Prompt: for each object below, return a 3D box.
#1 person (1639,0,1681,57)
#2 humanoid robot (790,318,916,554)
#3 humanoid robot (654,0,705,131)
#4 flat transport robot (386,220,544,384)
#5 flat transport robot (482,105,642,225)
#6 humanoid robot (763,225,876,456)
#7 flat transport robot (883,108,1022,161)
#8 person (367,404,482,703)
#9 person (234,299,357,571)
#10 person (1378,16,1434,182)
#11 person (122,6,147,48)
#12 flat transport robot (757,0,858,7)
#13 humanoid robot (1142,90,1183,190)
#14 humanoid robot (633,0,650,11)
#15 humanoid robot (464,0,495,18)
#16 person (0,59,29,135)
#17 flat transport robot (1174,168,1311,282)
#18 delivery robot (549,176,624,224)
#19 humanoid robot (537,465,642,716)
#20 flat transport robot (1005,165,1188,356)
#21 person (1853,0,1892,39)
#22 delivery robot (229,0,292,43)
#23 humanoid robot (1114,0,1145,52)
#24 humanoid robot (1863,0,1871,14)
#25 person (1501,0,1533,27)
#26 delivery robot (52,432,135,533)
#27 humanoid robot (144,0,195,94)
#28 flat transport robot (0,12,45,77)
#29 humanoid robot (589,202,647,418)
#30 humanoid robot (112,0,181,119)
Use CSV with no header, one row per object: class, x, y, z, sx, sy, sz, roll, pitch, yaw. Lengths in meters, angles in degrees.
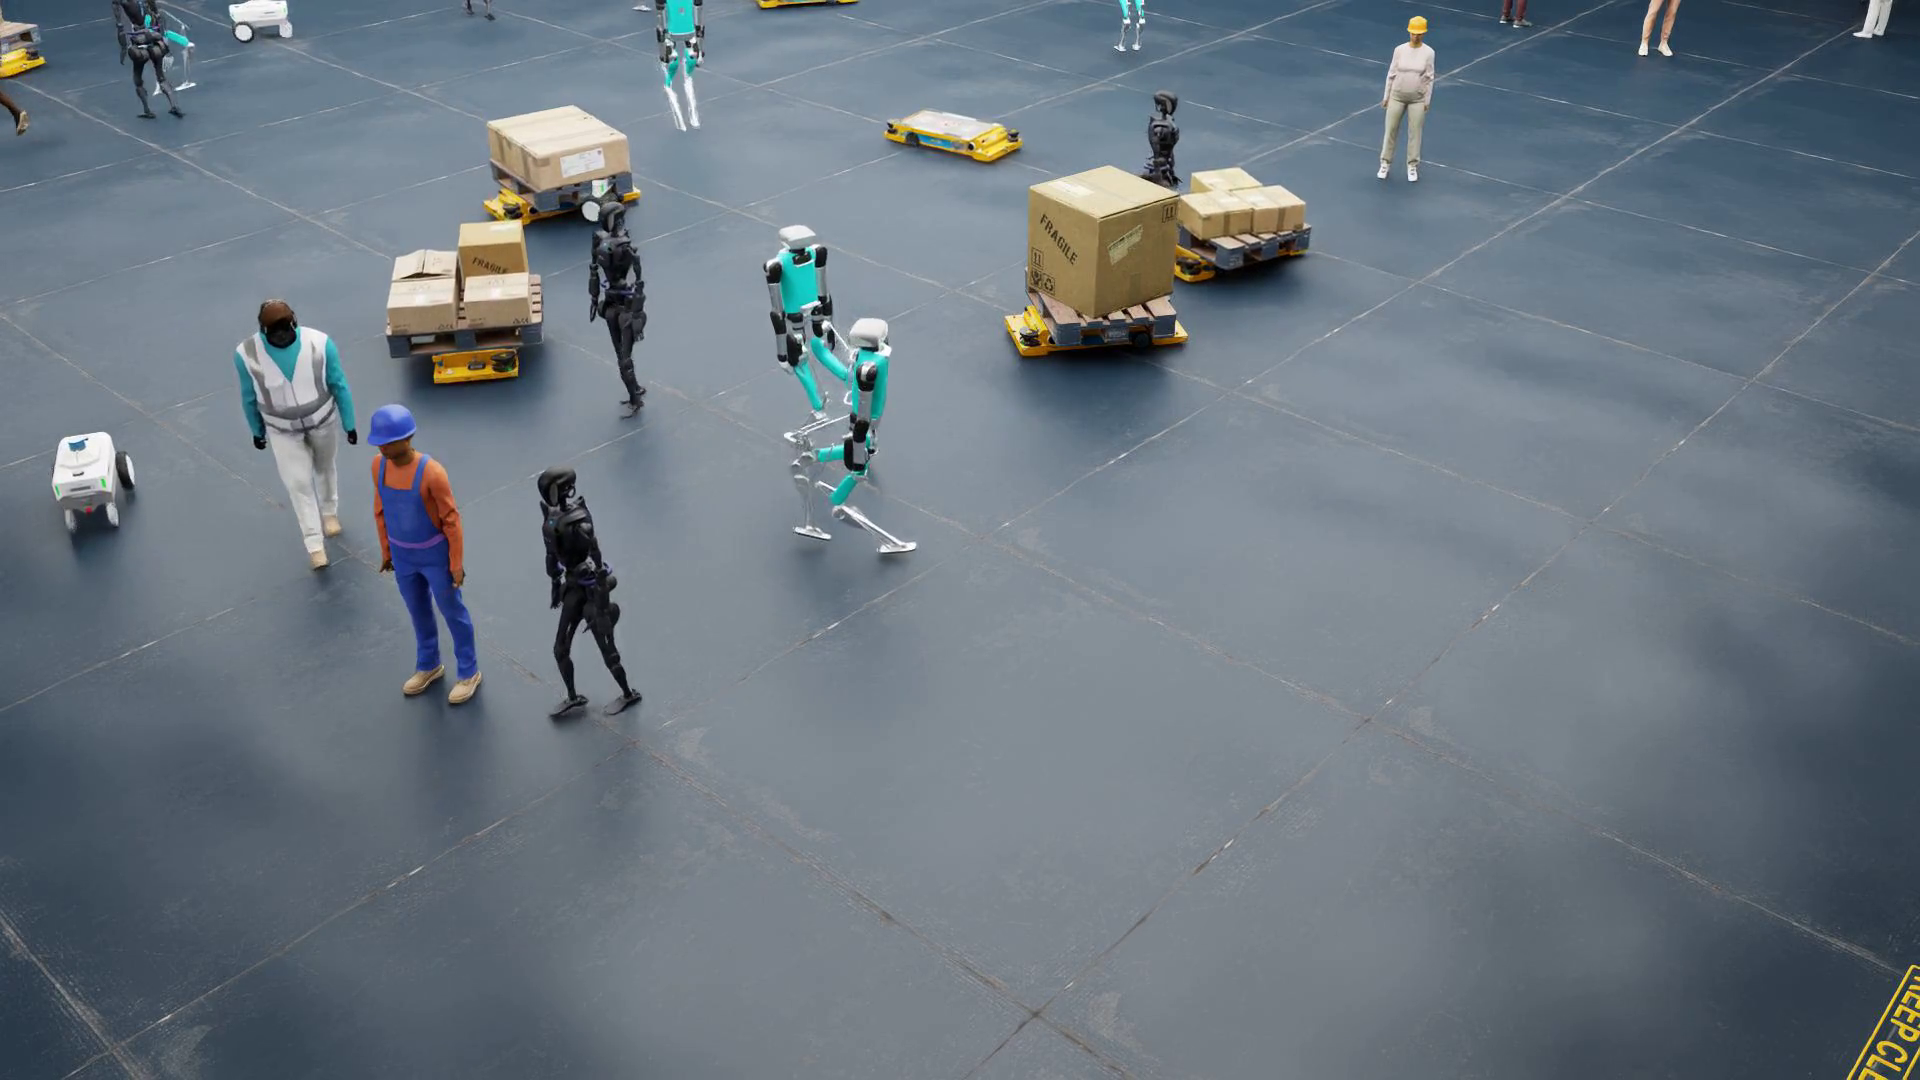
person,9.007,-7.077,21.029,0.516,1.875,0.363,2,32,3
humanoid robot,-0.823,-0.624,10.811,1.035,1.755,0.544,3,32,6
humanoid robot,-3.138,-5.436,18.551,0.534,1.799,0.763,-12,34,-19
flat transport robot,-4.077,-1.702,13.895,0.659,0.231,1.431,-6,32,-10
flat transport robot,-4.011,-3.476,16.751,1.431,0.231,0.659,-21,38,-30
humanoid robot,-0.916,-1.318,11.924,1.010,1.772,0.538,28,41,37
flat transport robot,-0.085,-4.477,18.363,1.431,0.231,0.659,20,37,29
person,-3.067,0.081,9.470,0.533,1.908,0.368,10,33,15
person,-4.259,-0.700,10.828,0.657,1.795,0.931,-14,35,-22
person,4.605,-4.539,17.115,0.472,1.691,0.332,10,33,16
person,-10.675,-7.128,21.135,0.598,1.879,0.972,-3,32,-5
flat transport robot,-2.185,-7.803,23.720,1.431,0.231,0.659,-8,33,-12
humanoid robot,1.833,-3.264,15.072,0.330,1.655,0.609,10,33,16
humanoid robot,-4.264,-8.081,22.849,0.855,1.859,0.556,14,35,21
humanoid robot,-6.672,-7.982,22.712,0.616,1.626,0.763,-17,36,-25
person,-10.693,-5.264,18.053,0.611,1.937,0.648,7,33,12
flat transport robot,2.497,-2.731,15.551,1.431,0.231,0.659,-19,36,-27
delivery robot,-3.759,-3.463,16.478,0.815,0.614,0.499,7,33,11
humanoid robot,-2.121,0.312,9.326,0.593,1.643,0.541,28,41,37
flat transport robot,1.146,-1.836,14.111,1.431,0.231,0.659,-6,32,-9
person,12.142,-7.422,21.805,0.522,1.638,0.309,-15,35,-22
delivery robot,-9.295,-6.920,22.029,0.779,0.598,0.499,-11,33,-17
humanoid robot,2.146,-6.954,20.835,0.533,1.677,0.735,-3,32,-5
humanoid robot,12.648,-8.040,22.769,0.460,1.650,0.602,-15,35,-22
person,7.603,-7.820,22.291,0.381,1.806,0.550,-16,35,-24
delivery robot,-6.092,-0.460,11.601,0.499,0.571,0.756,-11,34,-18
humanoid robot,-9.489,-6.196,19.787,0.554,1.797,0.824,19,37,28
flat transport robot,-12.326,-6.050,20.896,1.431,0.231,0.659,10,33,15
humanoid robot,-2.624,-1.778,12.683,0.589,1.646,0.463,21,38,30
humanoid robot,-9.284,-5.640,18.917,0.364,1.650,0.608,18,36,27
